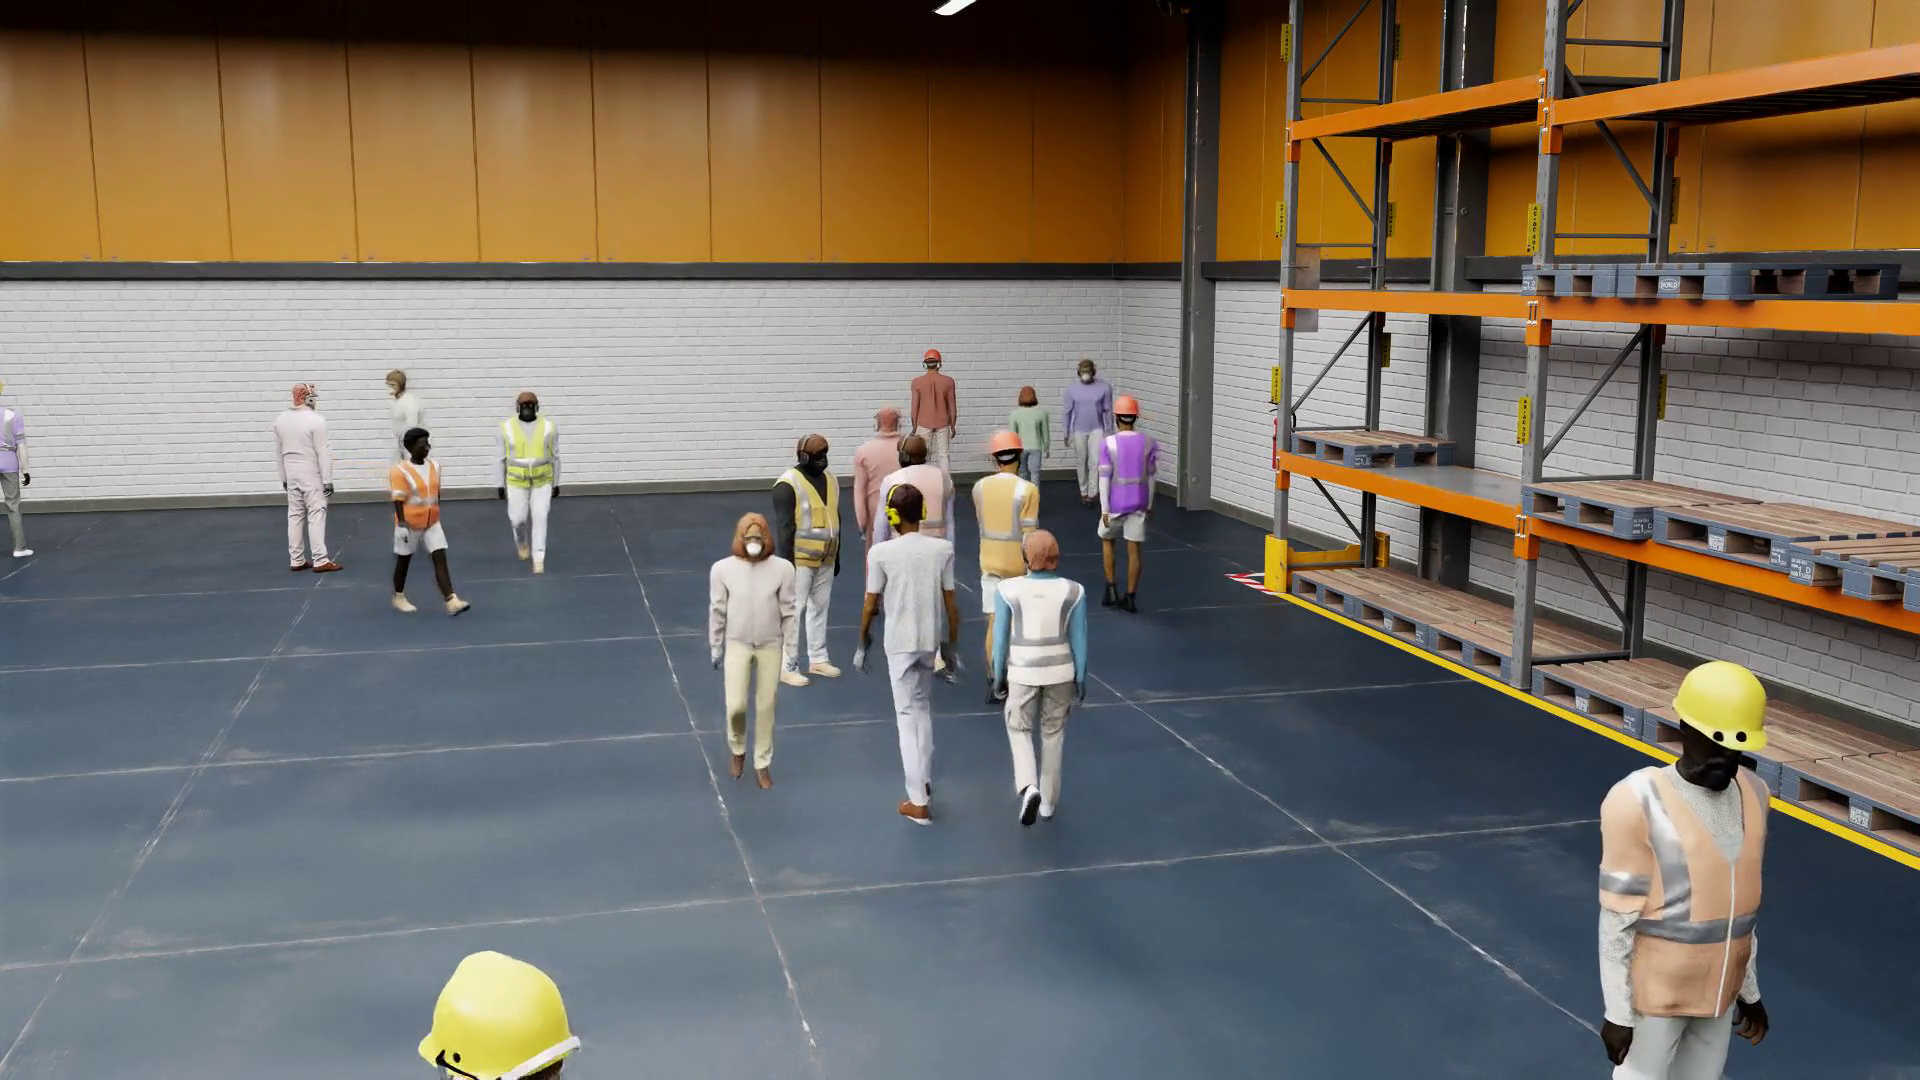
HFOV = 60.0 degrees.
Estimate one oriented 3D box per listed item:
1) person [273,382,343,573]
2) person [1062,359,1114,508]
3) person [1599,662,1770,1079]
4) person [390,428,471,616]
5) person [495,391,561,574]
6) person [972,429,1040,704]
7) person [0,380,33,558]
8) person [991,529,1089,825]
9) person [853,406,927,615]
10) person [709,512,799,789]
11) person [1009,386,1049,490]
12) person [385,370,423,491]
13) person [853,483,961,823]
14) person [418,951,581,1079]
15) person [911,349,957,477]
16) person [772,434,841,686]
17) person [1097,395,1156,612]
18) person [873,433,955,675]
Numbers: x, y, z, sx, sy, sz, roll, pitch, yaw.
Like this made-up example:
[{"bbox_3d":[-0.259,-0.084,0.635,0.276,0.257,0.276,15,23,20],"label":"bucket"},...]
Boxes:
[{"bbox_3d":[-6.515,-0.625,16.641,0.645,1.907,0.400,4,10,24],"label":"person"},{"bbox_3d":[1.634,-1.355,21.268,0.659,1.886,1.017,1,9,7],"label":"person"},{"bbox_3d":[2.071,1.277,4.736,0.584,1.918,0.381,-4,10,-24],"label":"person"},{"bbox_3d":[-4.662,-0.148,14.430,0.889,1.644,0.549,6,11,34],"label":"person"},{"bbox_3d":[-4.321,-0.594,16.690,0.643,1.826,0.624,-3,10,-17],"label":"person"},{"bbox_3d":[0.360,0.176,11.663,0.553,1.896,0.670,5,11,31],"label":"person"},{"bbox_3d":[-10.057,-0.758,17.396,0.592,1.930,0.356,-2,9,-15],"label":"person"},{"bbox_3d":[0.435,0.750,8.920,0.530,1.618,0.531,0,9,-3],"label":"person"},{"bbox_3d":[-0.599,-0.209,14.181,0.643,1.856,0.989,-1,9,-8],"label":"person"},{"bbox_3d":[-1.182,0.643,9.612,0.513,1.618,0.344,-2,9,-12],"label":"person"},{"bbox_3d":[0.853,-1.112,20.630,0.498,1.602,0.810,1,9,5],"label":"person"},{"bbox_3d":[-6.257,-0.979,18.852,0.493,1.906,0.638,-7,11,-36],"label":"person"},{"bbox_3d":[-0.308,0.602,9.193,0.506,1.838,0.697,-5,10,-27],"label":"person"},{"bbox_3d":[-0.779,1.614,2.960,0.432,1.817,0.594,4,10,22],"label":"person"},{"bbox_3d":[-0.348,-1.522,21.998,0.611,1.985,0.393,-1,9,-4],"label":"person"},{"bbox_3d":[-1.088,0.137,12.133,0.431,1.836,0.626,7,11,37],"label":"person"},{"bbox_3d":[1.461,-0.329,14.763,0.553,1.917,0.589,-1,9,-8],"label":"person"},{"bbox_3d":[-0.318,0.100,12.486,0.632,1.799,0.966,-7,11,-36],"label":"person"}]
